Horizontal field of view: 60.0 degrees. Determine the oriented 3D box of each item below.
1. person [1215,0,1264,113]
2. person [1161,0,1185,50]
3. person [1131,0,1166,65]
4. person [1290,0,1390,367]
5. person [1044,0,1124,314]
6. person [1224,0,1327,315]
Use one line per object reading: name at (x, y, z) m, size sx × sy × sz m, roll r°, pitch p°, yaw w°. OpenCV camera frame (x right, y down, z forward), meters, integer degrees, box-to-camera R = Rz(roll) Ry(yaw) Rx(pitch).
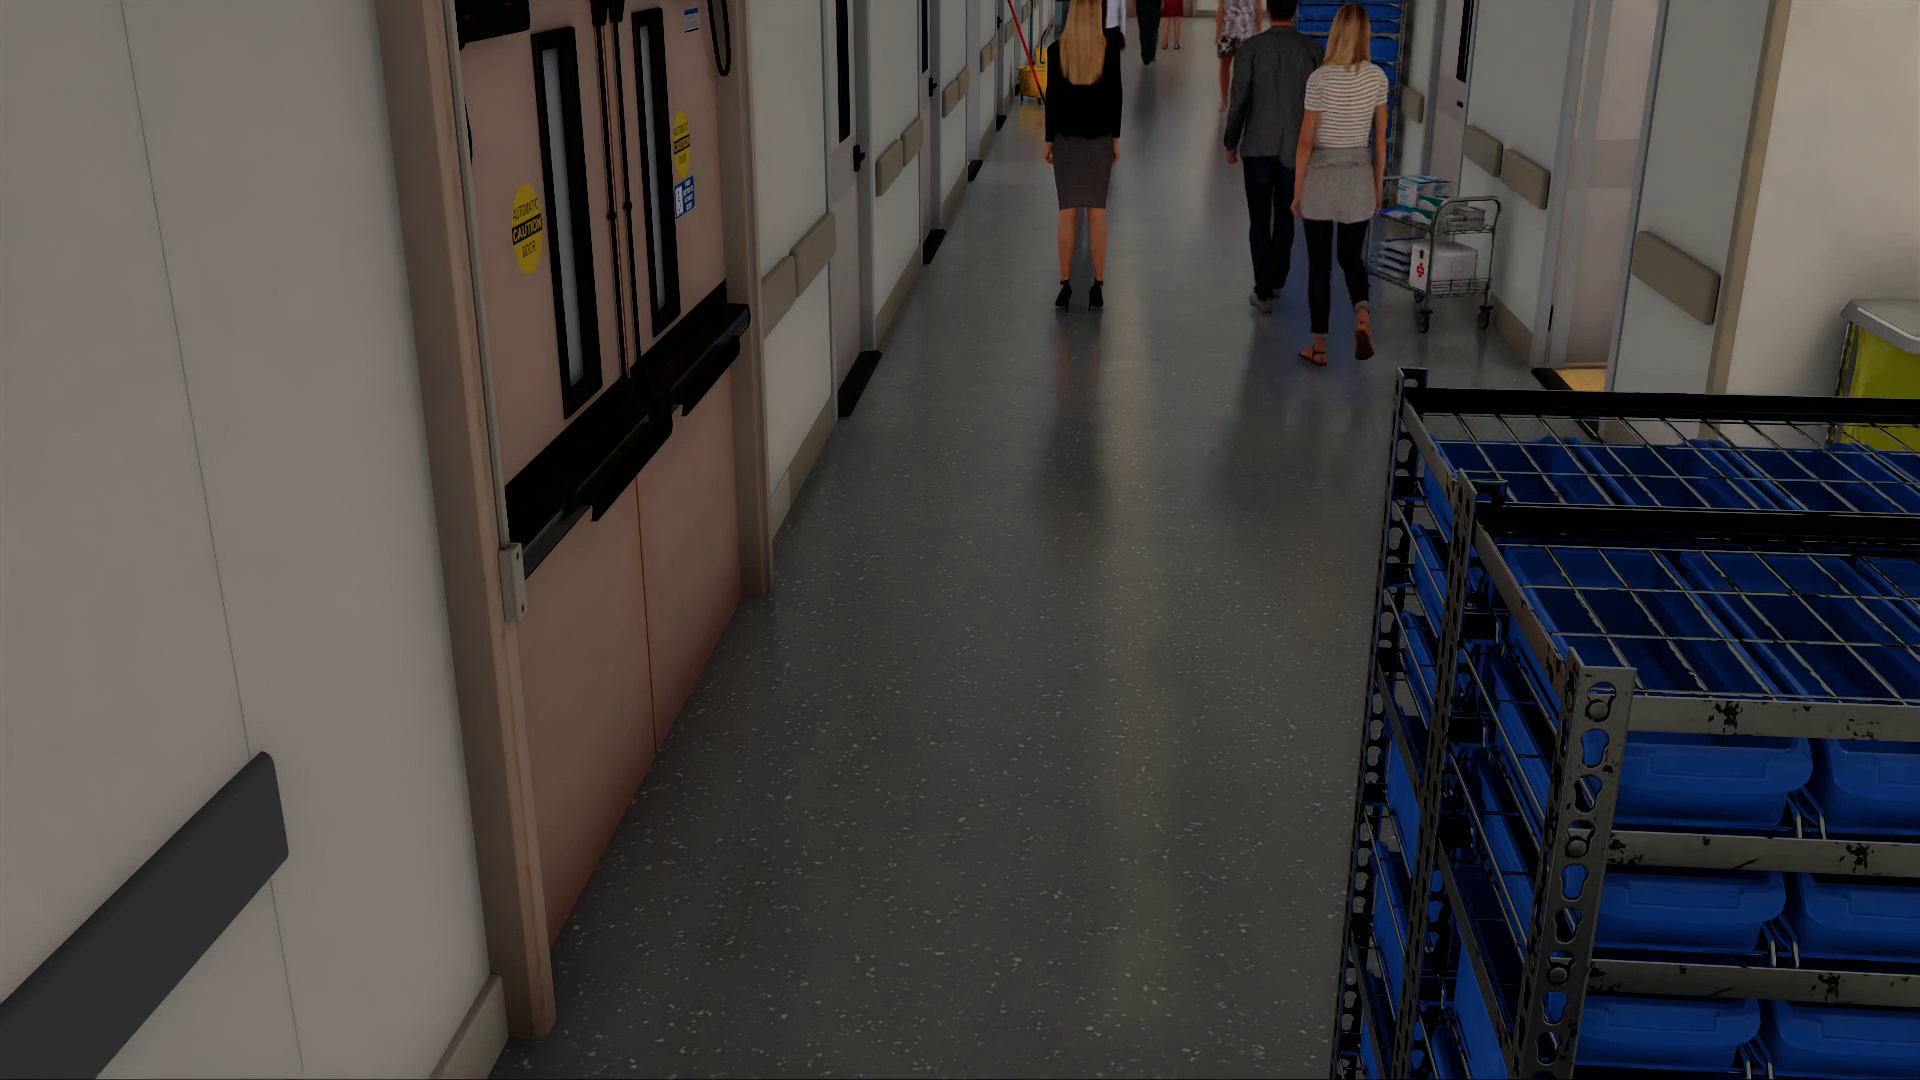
person at (3.257, -5.966, 19.558) m, size 0.704 × 1.794 × 0.758 m, roll 3°, pitch 21°, yaw 8°
person at (3.649, -9.228, 28.504) m, size 0.540 × 1.550 × 0.599 m, roll 3°, pitch 21°, yaw 7°
person at (2.883, -8.200, 25.434) m, size 0.668 × 1.807 × 1.024 m, roll 2°, pitch 21°, yaw 4°
person at (1.925, -1.727, 8.339) m, size 0.720 × 1.814 × 0.897 m, roll -3°, pitch 21°, yaw -7°
person at (0.716, -2.263, 9.711) m, size 0.616 × 1.844 × 0.561 m, roll 0°, pitch 21°, yaw 0°
person at (1.839, -2.239, 9.633) m, size 0.768 × 1.854 × 0.831 m, roll -1°, pitch 21°, yaw -4°
